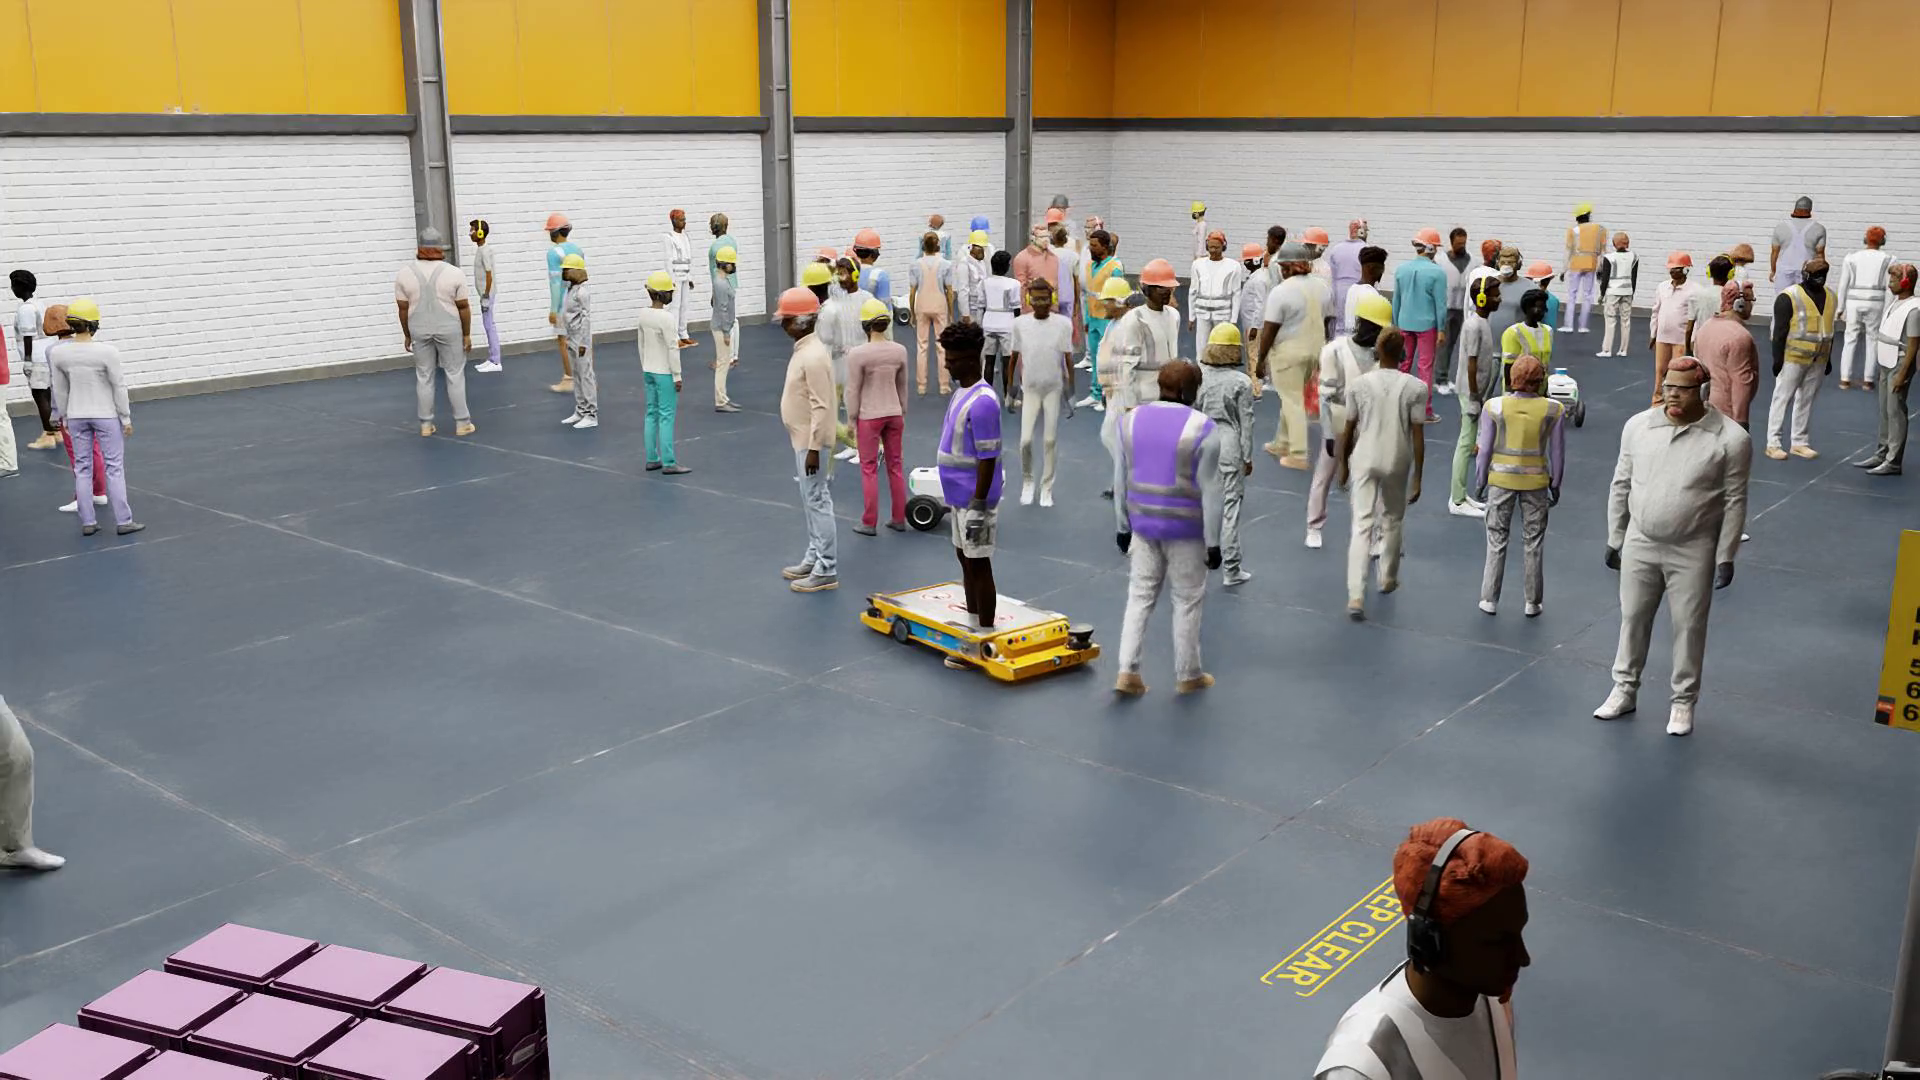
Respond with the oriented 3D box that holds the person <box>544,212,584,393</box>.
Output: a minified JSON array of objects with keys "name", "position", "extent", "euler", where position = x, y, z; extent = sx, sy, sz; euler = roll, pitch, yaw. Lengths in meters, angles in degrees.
[{"name":"person","position":[-4.520,-2.703,18.972],"extent":[0.390,2.040,0.615],"euler":[5,15,19]}]

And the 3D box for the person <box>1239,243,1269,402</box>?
[{"name":"person","position":[3.219,-2.404,18.373],"extent":[0.331,1.746,0.562],"euler":[0,14,0]}]

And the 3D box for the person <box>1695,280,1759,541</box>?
[{"name":"person","position":[5.646,-0.954,12.260],"extent":[0.408,1.909,0.642],"euler":[-1,14,-3]}]

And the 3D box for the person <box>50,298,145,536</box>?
[{"name":"person","position":[-6.413,-0.902,12.337],"extent":[0.527,1.768,0.313],"euler":[-1,14,-2]}]

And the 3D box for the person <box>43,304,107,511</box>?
[{"name":"person","position":[-7.028,-1.044,13.171],"extent":[0.280,1.633,0.502],"euler":[1,14,4]}]

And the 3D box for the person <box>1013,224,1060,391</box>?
[{"name":"person","position":[0.909,-2.637,18.984],"extent":[0.643,1.909,0.410],"euler":[-12,19,-40]}]

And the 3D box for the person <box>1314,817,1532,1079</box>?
[{"name":"person","position":[0.804,1.381,2.973],"extent":[0.337,1.882,0.584],"euler":[11,18,37]}]

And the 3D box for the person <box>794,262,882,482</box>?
[{"name":"person","position":[-1.052,-1.398,14.050],"extent":[0.667,1.899,0.594],"euler":[-1,14,-4]}]

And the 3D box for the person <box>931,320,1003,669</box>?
[{"name":"person","position":[0.051,-0.256,9.359],"extent":[0.368,1.961,0.603],"euler":[-3,14,-12]}]

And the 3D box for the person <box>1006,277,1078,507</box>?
[{"name":"person","position":[0.652,-1.164,13.230],"extent":[0.565,1.848,0.467],"euler":[1,14,3]}]

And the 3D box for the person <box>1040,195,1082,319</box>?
[{"name":"person","position":[1.523,-4.204,24.971],"extent":[1.036,2.000,0.701],"euler":[-13,19,-42]}]

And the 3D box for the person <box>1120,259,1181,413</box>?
[{"name":"person","position":[1.467,-1.084,12.499],"extent":[0.376,2.041,0.615],"euler":[13,19,43]}]

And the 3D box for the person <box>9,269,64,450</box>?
[{"name":"person","position":[-8.726,-1.709,15.727],"extent":[0.320,1.686,0.538],"euler":[-4,15,-15]}]

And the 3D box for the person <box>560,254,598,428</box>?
[{"name":"person","position":[-3.874,-2.013,16.817],"extent":[0.290,1.746,0.486],"euler":[-9,17,-32]}]

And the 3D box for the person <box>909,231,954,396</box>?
[{"name":"person","position":[-0.321,-2.538,18.713],"extent":[0.505,1.846,0.346],"euler":[1,14,3]}]

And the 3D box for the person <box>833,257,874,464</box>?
[{"name":"person","position":[-0.960,-1.624,15.047],"extent":[0.338,1.858,0.523],"euler":[-12,18,-39]}]

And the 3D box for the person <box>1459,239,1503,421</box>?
[{"name":"person","position":[5.350,-2.112,16.934],"extent":[0.353,1.883,0.578],"euler":[-5,15,-19]}]

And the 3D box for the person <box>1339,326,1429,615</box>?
[{"name":"person","position":[2.657,-0.444,10.493],"extent":[0.532,1.794,0.993],"euler":[4,15,14]}]

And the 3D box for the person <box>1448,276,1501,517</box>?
[{"name":"person","position":[4.038,-1.125,13.014],"extent":[0.327,1.874,0.518],"euler":[5,15,18]}]

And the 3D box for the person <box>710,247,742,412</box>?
[{"name":"person","position":[-2.484,-2.233,17.679],"extent":[0.344,1.756,0.532],"euler":[-2,14,-8]}]

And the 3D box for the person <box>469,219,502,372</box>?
[{"name":"person","position":[-5.890,-3.019,20.586],"extent":[0.329,1.872,0.511],"euler":[-5,15,-18]}]

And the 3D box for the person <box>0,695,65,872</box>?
[{"name":"person","position":[-3.885,0.617,6.545],"extent":[0.606,1.618,0.546],"euler":[-1,14,-4]}]

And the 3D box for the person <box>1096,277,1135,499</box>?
[{"name":"person","position":[1.293,-1.219,13.516],"extent":[0.425,1.810,0.605],"euler":[-3,14,-11]}]

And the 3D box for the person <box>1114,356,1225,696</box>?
[{"name":"person","position":[1.118,-0.061,8.865],"extent":[0.638,1.848,0.451],"euler":[11,18,37]}]

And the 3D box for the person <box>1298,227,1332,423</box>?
[{"name":"person","position":[3.603,-2.202,17.063],"extent":[0.374,1.997,0.608],"euler":[-1,14,-5]}]

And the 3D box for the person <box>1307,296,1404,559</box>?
[{"name":"person","position":[2.803,-0.795,11.739],"extent":[0.619,1.855,0.852],"euler":[-2,14,-7]}]

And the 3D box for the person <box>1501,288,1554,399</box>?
[{"name":"person","position":[4.705,-1.242,13.830],"extent":[0.534,1.698,0.318],"euler":[-8,16,-29]}]

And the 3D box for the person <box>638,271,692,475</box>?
[{"name":"person","position":[-2.598,-1.459,14.562],"extent":[0.314,1.767,0.534],"euler":[-13,19,-41]}]

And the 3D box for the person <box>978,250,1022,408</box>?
[{"name":"person","position":[0.439,-2.271,17.944],"extent":[0.533,1.698,0.318],"euler":[9,16,31]}]

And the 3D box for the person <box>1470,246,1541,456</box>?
[{"name":"person","position":[4.965,-1.716,15.239],"extent":[0.630,1.940,0.372],"euler":[6,15,22]}]

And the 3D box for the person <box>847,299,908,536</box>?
[{"name":"person","position":[-0.619,-0.914,12.404],"extent":[0.518,1.756,0.353],"euler":[-10,17,-36]}]

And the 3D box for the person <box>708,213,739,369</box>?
[{"name":"person","position":[-2.966,-3.106,20.793],"extent":[0.372,1.940,0.627],"euler":[2,14,9]}]

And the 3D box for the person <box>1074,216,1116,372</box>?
[{"name":"person","position":[1.644,-3.039,20.588],"extent":[0.409,1.906,0.652],"euler":[-6,15,-23]}]

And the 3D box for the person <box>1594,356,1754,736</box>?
[{"name":"person","position":[3.551,0.029,8.330],"extent":[0.652,1.906,0.402],"euler":[12,18,39]}]
